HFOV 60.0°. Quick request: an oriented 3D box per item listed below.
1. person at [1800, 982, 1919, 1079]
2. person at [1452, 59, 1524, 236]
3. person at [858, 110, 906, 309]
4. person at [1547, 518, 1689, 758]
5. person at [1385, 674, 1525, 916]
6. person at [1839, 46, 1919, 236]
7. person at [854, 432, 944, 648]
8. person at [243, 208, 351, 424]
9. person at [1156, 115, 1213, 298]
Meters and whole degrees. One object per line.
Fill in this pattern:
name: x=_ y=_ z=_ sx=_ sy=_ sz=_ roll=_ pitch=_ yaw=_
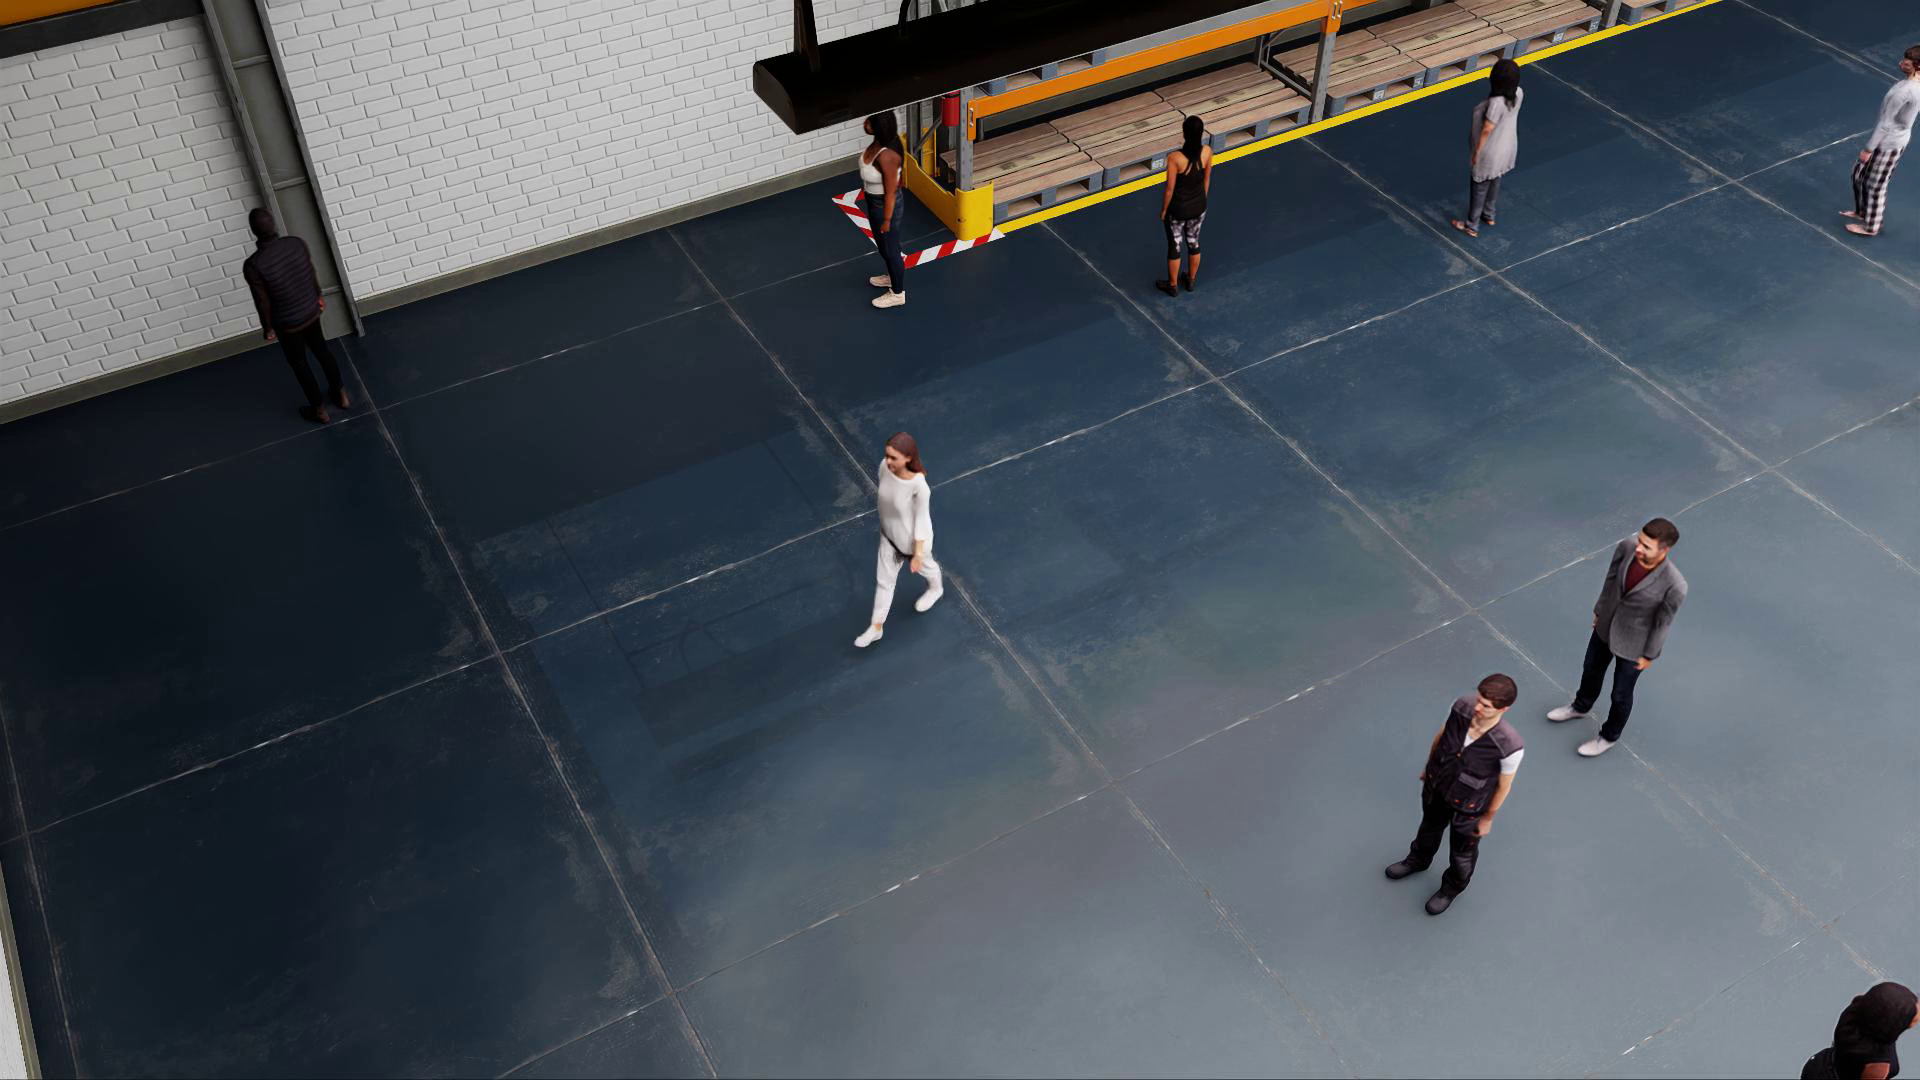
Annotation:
person: x=4.218 y=2.657 z=8.023 sx=0.711 sy=1.741 sz=0.668 roll=7 pitch=44 yaw=8
person: x=4.654 y=-3.437 z=14.518 sx=0.767 sy=1.606 sz=0.681 roll=34 pitch=53 yaw=30
person: x=-0.601 y=-2.748 z=13.649 sx=0.744 sy=1.808 sz=0.738 roll=-3 pitch=44 yaw=-3
person: x=4.051 y=0.571 z=10.119 sx=0.592 sy=1.870 sz=0.676 roll=-20 pitch=47 yaw=-19
person: x=2.808 y=1.387 z=9.280 sx=0.568 sy=1.848 sz=0.654 roll=-24 pitch=49 yaw=-23
person: x=8.068 y=-3.431 z=14.358 sx=0.752 sy=1.817 sz=0.874 roll=-29 pitch=51 yaw=-27
person: x=-0.300 y=-0.071 z=10.956 sx=0.865 sy=1.646 sz=1.142 roll=30 pitch=51 yaw=28
person: x=-5.015 y=-1.691 z=12.519 sx=0.837 sy=1.835 sz=0.669 roll=26 pitch=49 yaw=25
person: x=1.868 y=-2.779 z=13.788 sx=0.476 sy=1.660 sz=0.655 roll=-17 pitch=46 yaw=-17
